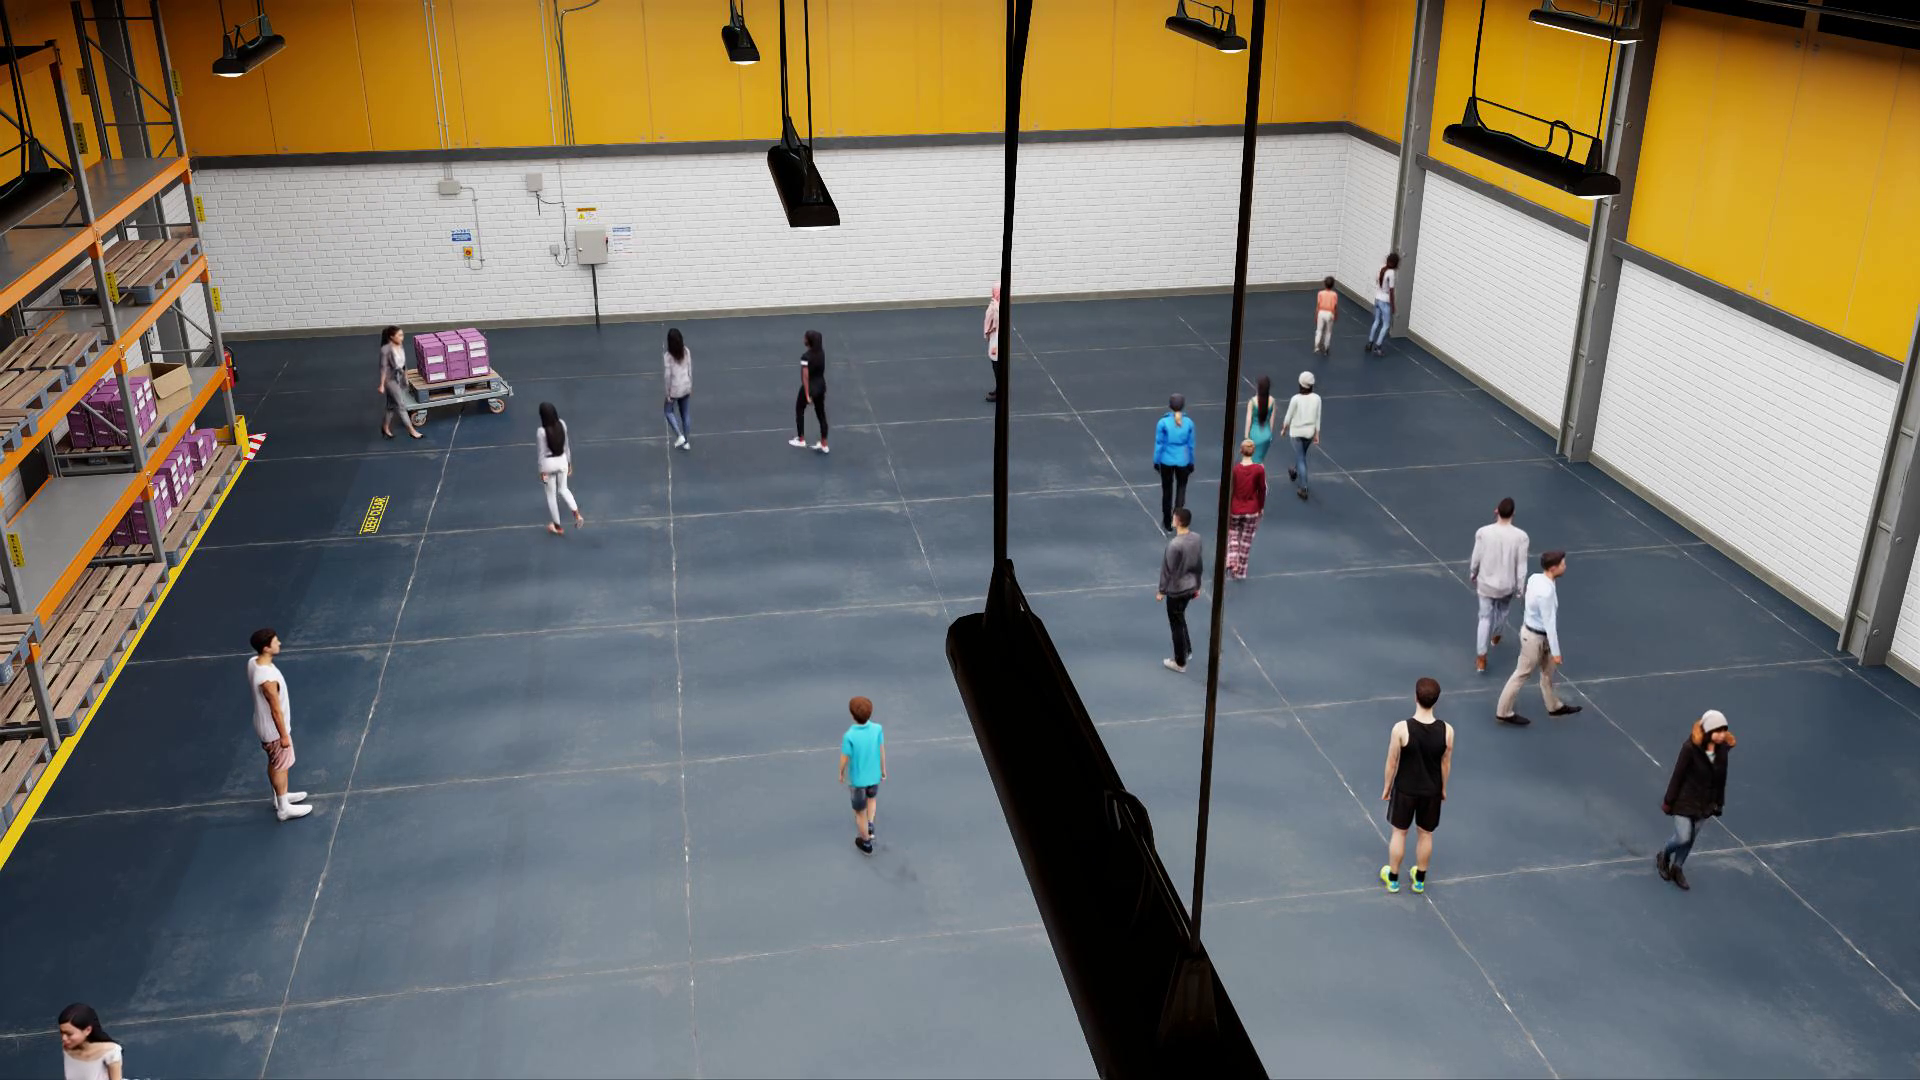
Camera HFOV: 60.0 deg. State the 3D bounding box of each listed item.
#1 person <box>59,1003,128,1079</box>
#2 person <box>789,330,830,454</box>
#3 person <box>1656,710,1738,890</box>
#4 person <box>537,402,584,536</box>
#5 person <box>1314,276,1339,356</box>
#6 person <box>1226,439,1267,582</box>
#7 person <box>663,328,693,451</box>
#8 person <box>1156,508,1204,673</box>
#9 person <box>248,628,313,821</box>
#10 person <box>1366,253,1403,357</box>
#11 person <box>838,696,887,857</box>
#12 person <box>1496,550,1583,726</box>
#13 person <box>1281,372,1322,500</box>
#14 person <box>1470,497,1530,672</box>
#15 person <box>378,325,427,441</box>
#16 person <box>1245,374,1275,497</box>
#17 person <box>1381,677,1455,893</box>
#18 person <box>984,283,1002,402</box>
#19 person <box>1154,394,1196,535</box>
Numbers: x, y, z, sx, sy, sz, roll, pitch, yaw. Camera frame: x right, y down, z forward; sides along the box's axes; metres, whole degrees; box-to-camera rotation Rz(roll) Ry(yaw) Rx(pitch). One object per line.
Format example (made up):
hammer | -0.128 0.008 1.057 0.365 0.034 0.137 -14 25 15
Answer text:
person | -5.109 3.487 10.109 0.821 1.750 1.007 4 24 9
person | -1.941 -2.017 22.752 0.981 1.709 0.893 20 31 38
person | 5.911 2.065 13.519 0.663 1.626 0.609 -5 24 -12
person | -4.826 -0.837 20.051 0.945 1.711 0.855 21 31 39
person | 5.938 -3.619 26.921 0.662 1.305 0.738 9 25 20
person | 3.220 -0.315 18.881 0.722 1.692 0.744 5 24 11
person | -3.818 -2.039 22.788 0.743 1.721 0.790 -17 29 -34
person | 2.294 0.539 16.853 0.734 1.750 0.767 -21 31 -39
person | -5.969 1.585 14.419 0.767 1.783 0.646 -16 28 -32
person | 6.831 -3.837 26.924 0.816 1.702 0.493 -7 25 -16
person | -0.769 1.988 13.930 0.649 1.437 0.740 -13 27 -27
person | 5.396 0.947 15.838 0.950 1.816 1.079 4 24 9
person | 4.411 -1.318 21.274 0.625 1.612 1.048 -6 24 -14
person | 5.453 0.476 16.944 1.072 1.794 1.263 8 25 18
person | -7.996 -2.182 23.227 0.940 1.631 1.016 6 24 14
person | 3.821 -1.254 21.053 0.628 1.671 0.808 -7 25 -16
person | 3.682 1.987 13.369 0.723 1.889 0.679 3 24 7
person | 0.556 -2.955 24.779 0.783 1.804 0.664 5 24 11
person | 2.607 -0.887 20.060 0.716 1.796 0.721 0 24 0
